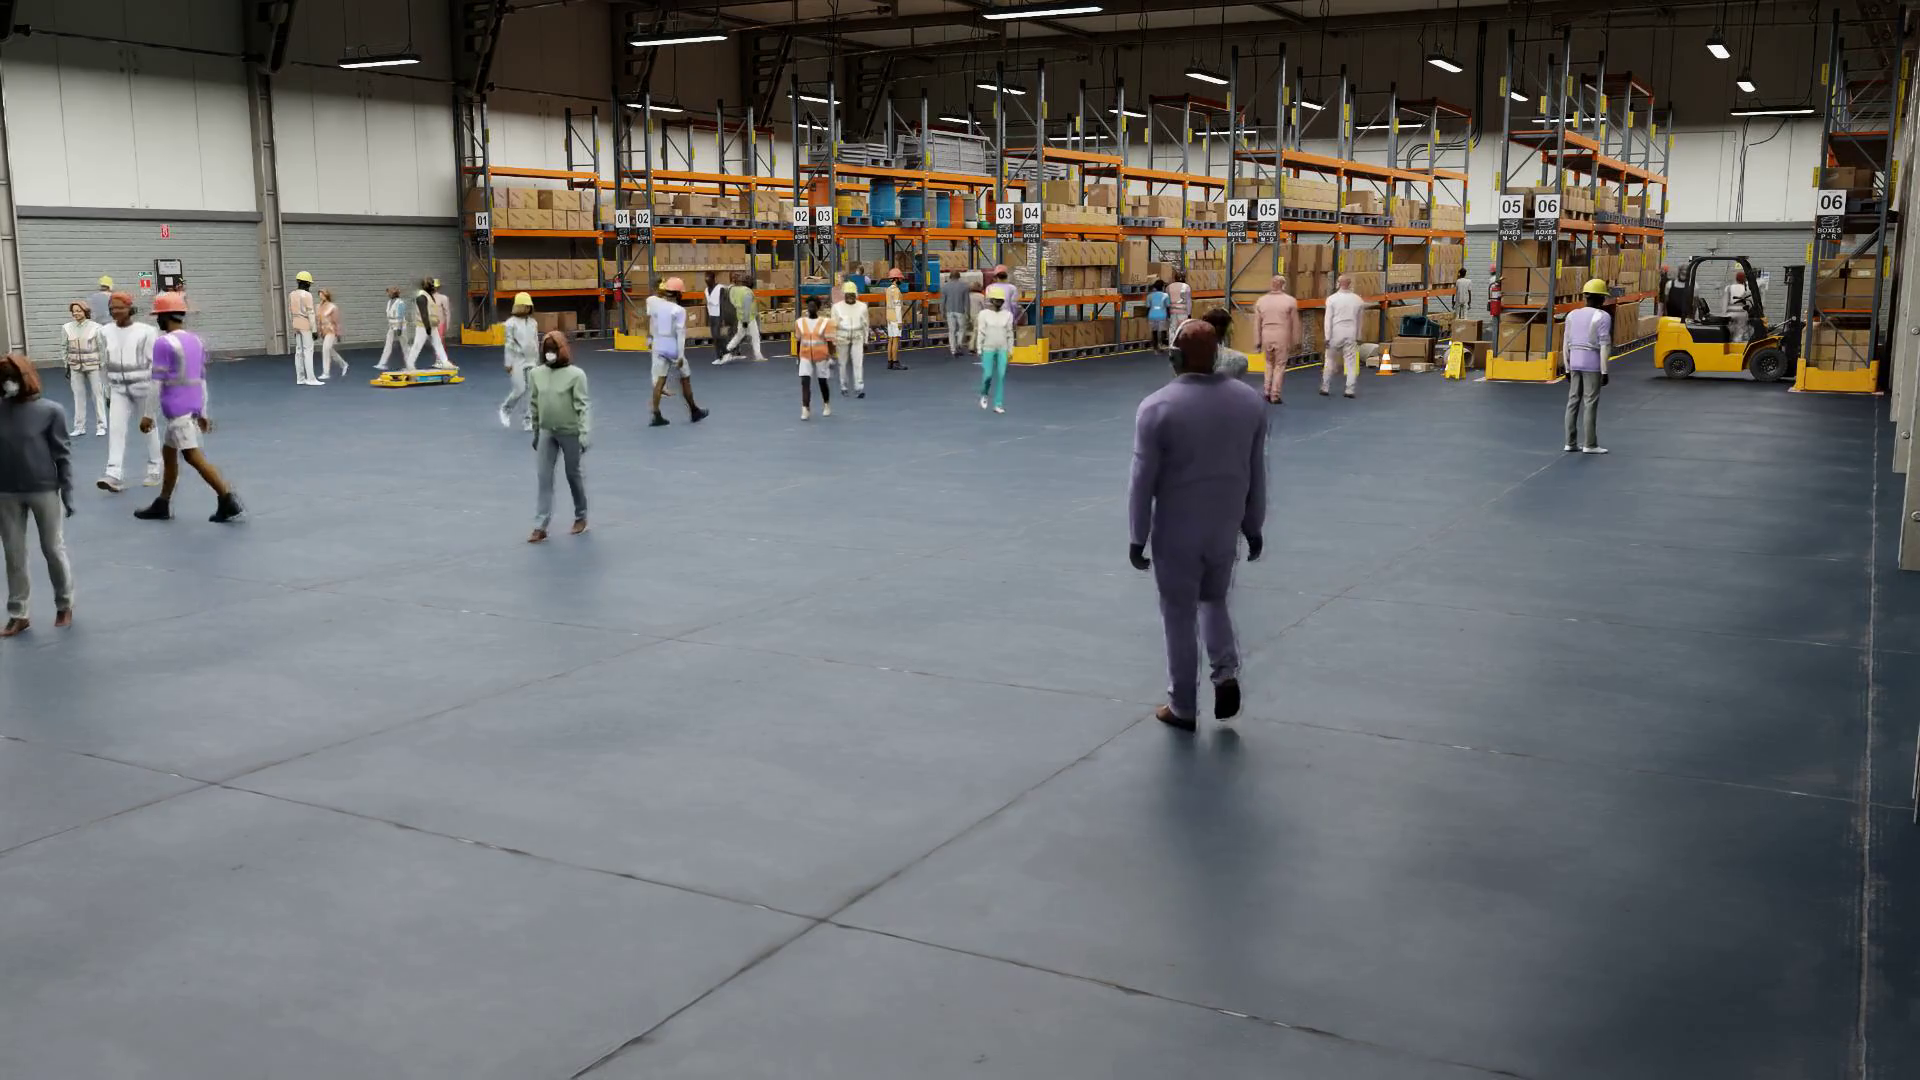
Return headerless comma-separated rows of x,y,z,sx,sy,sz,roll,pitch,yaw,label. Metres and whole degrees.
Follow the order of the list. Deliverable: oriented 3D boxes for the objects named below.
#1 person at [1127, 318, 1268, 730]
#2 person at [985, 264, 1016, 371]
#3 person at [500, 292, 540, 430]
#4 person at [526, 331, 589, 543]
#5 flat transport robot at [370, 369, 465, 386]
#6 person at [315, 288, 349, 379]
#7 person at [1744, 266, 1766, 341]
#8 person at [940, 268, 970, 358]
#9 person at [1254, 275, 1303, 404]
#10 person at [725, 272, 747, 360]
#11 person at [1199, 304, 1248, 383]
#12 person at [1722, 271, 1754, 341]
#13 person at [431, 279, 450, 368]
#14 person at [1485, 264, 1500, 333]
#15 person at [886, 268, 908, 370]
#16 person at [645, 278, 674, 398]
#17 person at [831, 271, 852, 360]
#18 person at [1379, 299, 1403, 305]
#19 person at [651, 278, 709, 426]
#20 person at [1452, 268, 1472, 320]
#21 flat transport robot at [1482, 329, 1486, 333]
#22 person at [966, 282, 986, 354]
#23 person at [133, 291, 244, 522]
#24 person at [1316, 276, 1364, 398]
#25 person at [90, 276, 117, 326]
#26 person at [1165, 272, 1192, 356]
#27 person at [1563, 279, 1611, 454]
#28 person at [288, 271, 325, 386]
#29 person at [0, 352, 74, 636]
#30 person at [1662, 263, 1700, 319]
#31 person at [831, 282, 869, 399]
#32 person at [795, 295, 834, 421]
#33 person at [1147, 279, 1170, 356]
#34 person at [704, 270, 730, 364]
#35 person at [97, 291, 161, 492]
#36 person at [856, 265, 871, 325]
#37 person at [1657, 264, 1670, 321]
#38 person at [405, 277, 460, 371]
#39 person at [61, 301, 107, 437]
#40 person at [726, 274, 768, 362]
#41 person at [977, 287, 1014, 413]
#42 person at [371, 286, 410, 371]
1.065,-0.062,7.623,0.674,1.892,0.425,-4,10,-20,person
0.776,-4.166,31.284,0.613,2.026,0.657,-3,10,-14,person
-5.470,-2.216,20.712,0.474,1.733,0.488,6,12,33,person
-3.096,-0.806,12.833,0.519,1.613,0.632,2,10,13,person
-9.172,-2.755,28.141,0.652,0.197,1.431,6,12,33,flat transport robot
-11.215,-3.680,29.641,0.518,1.608,0.741,6,11,31,person
19.760,-5.871,41.583,0.662,1.906,0.876,4,11,24,person
-0.097,-4.874,35.716,0.667,1.919,0.583,1,10,7,person
4.720,-2.945,24.540,0.649,1.888,0.595,7,12,36,person
-4.754,-4.722,35.071,0.346,1.841,0.506,-7,12,-37,person
1.781,-0.736,11.756,0.513,1.846,0.748,0,10,2,person
16.284,-4.689,34.797,0.611,1.866,0.421,9,13,43,person
-10.192,-4.174,32.171,0.529,1.734,0.811,2,10,12,person
14.998,-6.760,46.657,0.695,1.968,0.732,-9,13,-42,person
-1.230,-4.229,31.887,0.347,1.943,0.545,-4,10,-22,person
-4.664,-3.107,25.635,0.369,1.839,0.631,6,11,30,person
-2.476,-4.722,35.035,0.663,1.857,0.990,6,12,33,person
11.802,-6.569,45.658,0.671,1.918,0.808,4,10,22,person
-3.682,-2.438,21.542,0.567,1.882,0.977,6,11,32,person
13.448,-6.355,44.589,0.509,1.860,0.333,2,10,12,person
14.084,-5.817,46.070,0.652,0.197,1.431,6,11,30,flat transport robot
0.434,-4.975,37.275,0.507,1.595,0.842,10,14,44,person
-6.348,-1.078,13.603,0.976,1.899,0.561,0,10,2,person
5.896,-3.152,25.802,0.676,1.862,0.930,-2,10,-12,person
-15.365,-3.846,30.001,0.605,1.815,0.492,2,10,10,person
4.781,-4.924,36.269,0.619,1.839,0.430,7,12,36,person
6.939,-1.915,18.393,0.383,1.924,0.589,-5,11,-29,person
-11.040,-3.560,28.043,0.585,1.917,0.382,6,12,33,person
-5.386,-0.263,9.604,0.499,1.641,0.325,-1,10,-7,person
15.292,-4.867,35.336,0.710,2.000,0.536,6,12,33,person
-1.689,-3.067,25.555,0.607,1.780,0.904,-1,10,-8,person
-1.949,-2.454,22.296,0.540,1.674,0.763,1,10,8,person
4.327,-4.849,36.300,0.523,1.670,0.371,3,10,16,person
-4.919,-4.481,33.494,0.631,1.893,0.452,9,13,43,person
-7.710,-1.366,15.411,0.598,1.833,0.956,0,10,-2,person
-2.631,-6.322,44.153,0.628,1.940,0.373,9,13,42,person
18.494,-6.250,43.619,0.746,1.977,0.626,5,11,26,person
-9.886,-3.977,30.888,0.989,1.790,0.644,0,10,0,person
-10.572,-2.068,20.118,0.515,1.641,0.314,-1,10,-3,person
-4.466,-4.560,34.250,0.886,1.813,0.625,-5,11,-29,person
0.492,-2.640,23.128,0.549,1.751,0.395,-3,10,-18,person
-10.686,-3.960,31.295,0.536,1.597,0.814,8,13,39,person
